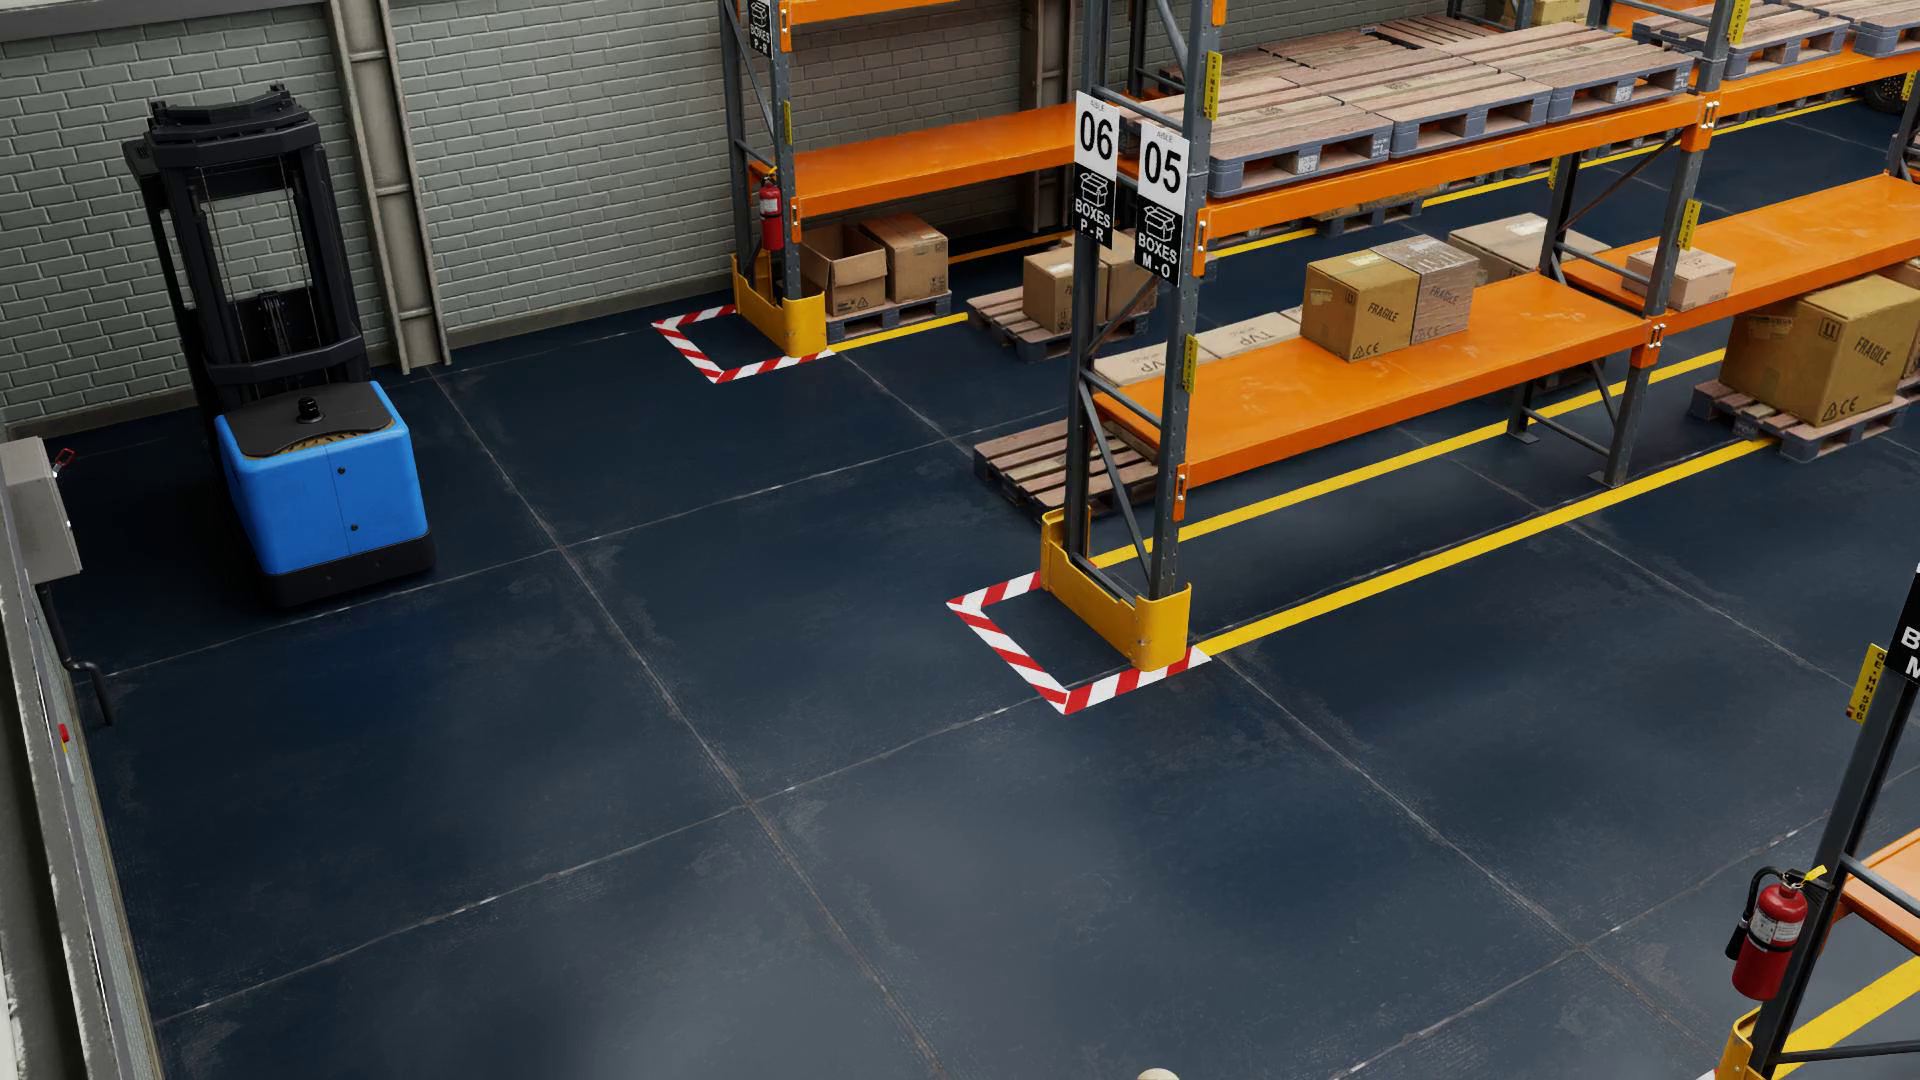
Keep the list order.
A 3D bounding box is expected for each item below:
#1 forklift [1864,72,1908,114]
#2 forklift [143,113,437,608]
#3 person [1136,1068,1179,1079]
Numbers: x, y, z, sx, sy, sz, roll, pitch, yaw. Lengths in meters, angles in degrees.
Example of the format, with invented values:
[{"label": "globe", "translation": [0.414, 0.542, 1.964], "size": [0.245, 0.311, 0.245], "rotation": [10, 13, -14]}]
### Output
[{"label": "forklift", "translation": [11.468, -5.645, 18.244], "size": [1.214, 2.155, 2.313], "rotation": [-17, 36, -26]}, {"label": "forklift", "translation": [-4.289, -1.259, 10.509], "size": [1.129, 2.768, 1.873], "rotation": [-17, 36, -26]}, {"label": "person", "translation": [0.585, 2.398, 5.610], "size": [0.592, 1.798, 0.400], "rotation": [-16, 35, -25]}]
